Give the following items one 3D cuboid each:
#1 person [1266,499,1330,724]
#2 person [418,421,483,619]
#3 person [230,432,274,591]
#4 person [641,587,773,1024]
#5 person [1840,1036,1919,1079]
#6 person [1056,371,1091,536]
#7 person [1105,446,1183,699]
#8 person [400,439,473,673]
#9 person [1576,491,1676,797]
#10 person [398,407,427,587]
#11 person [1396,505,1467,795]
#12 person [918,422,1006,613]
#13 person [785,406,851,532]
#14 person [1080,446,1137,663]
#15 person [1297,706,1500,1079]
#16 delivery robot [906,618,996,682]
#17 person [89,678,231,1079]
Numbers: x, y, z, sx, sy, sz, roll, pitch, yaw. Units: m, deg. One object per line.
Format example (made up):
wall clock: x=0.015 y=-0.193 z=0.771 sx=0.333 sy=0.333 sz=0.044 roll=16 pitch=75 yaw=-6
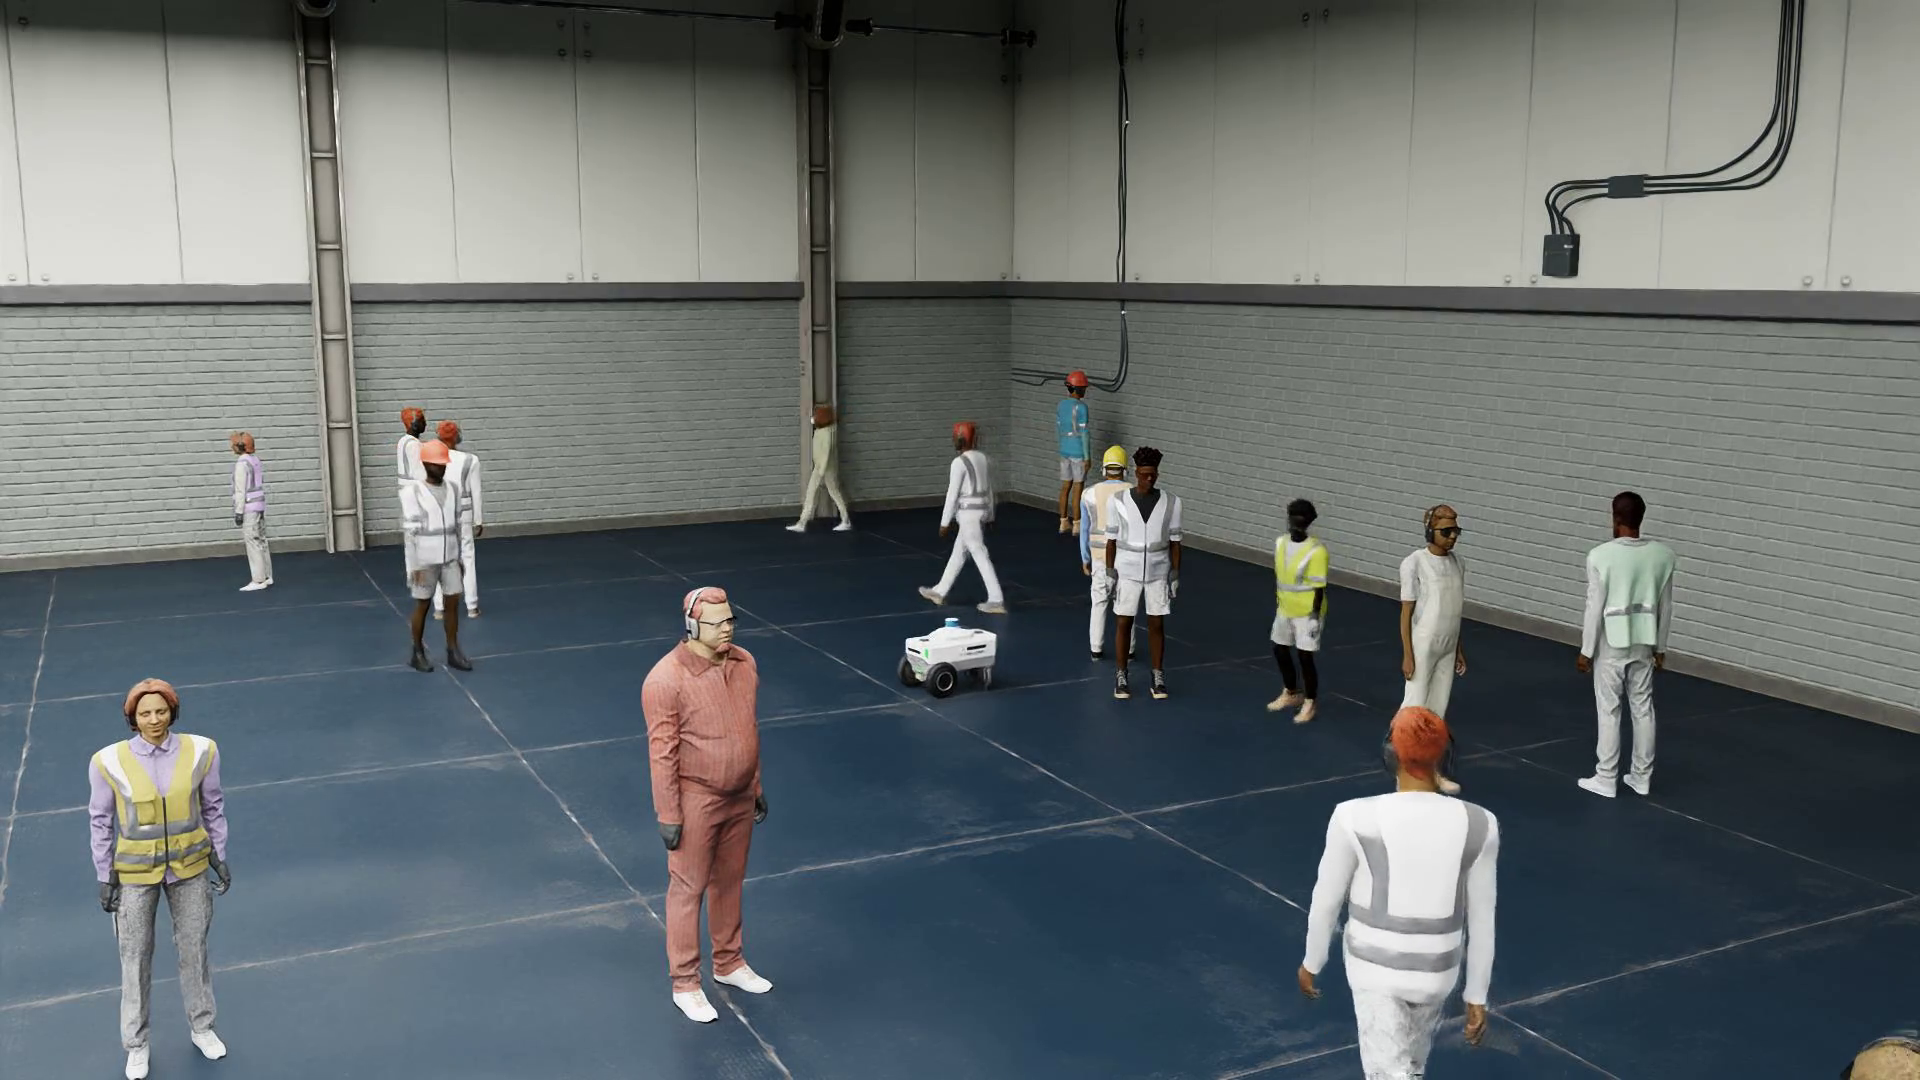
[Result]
person: x=2.455 y=0.512 z=11.997 sx=0.404 sy=1.662 sz=0.554 roll=-6 pitch=11 yaw=-31
person: x=-4.797 y=-0.189 z=15.714 sx=0.572 sy=1.877 sz=0.350 roll=-2 pitch=9 yaw=-10
person: x=-7.306 y=-0.297 z=17.118 sx=0.314 sy=1.633 sz=0.518 roll=-1 pitch=9 yaw=-6
person: x=-1.089 y=1.146 z=7.380 sx=0.408 sy=1.908 sz=0.643 roll=6 pitch=11 yaw=34
person: x=1.736 y=1.846 z=3.149 sx=1.009 sy=1.885 sz=0.647 roll=-8 pitch=12 yaw=-40
person: x=1.438 y=-1.077 z=20.658 sx=0.374 sy=2.044 sz=0.605 roll=-6 pitch=11 yaw=-32
person: x=1.407 y=0.249 z=12.757 sx=0.603 sy=1.958 sz=0.375 roll=0 pitch=9 yaw=0
person: x=-4.279 y=0.128 z=13.588 sx=0.404 sy=1.936 sz=0.552 roll=8 pitch=12 yaw=41
person: x=4.154 y=0.655 z=10.378 sx=0.597 sy=1.915 sz=0.371 roll=-2 pitch=9 yaw=-12
person: x=-5.584 y=-0.423 z=17.118 sx=0.355 sy=1.884 sz=0.575 roll=-5 pitch=11 yaw=-30
person: x=2.950 y=0.693 z=10.358 sx=0.504 sy=1.847 sz=0.345 roll=-6 pitch=11 yaw=-31
person: x=0.029 y=-0.219 z=16.025 sx=1.000 sy=1.824 sz=0.597 roll=5 pitch=10 yaw=26
person: x=-1.749 y=-0.881 z=20.841 sx=0.847 sy=1.582 sz=0.515 roll=-4 pitch=10 yaw=-25
person: x=1.296 y=0.123 z=13.960 sx=0.584 sy=1.824 sz=0.405 roll=3 pitch=10 yaw=16
person: x=1.493 y=1.466 z=5.648 sx=0.594 sy=1.839 sz=0.981 roll=-1 pitch=9 yaw=-4
delivery robot: x=-0.066 y=0.855 z=13.039 sx=0.707 sy=0.478 sz=0.477 roll=-6 pitch=11 yaw=-34
person: x=-3.273 y=1.368 z=6.832 sx=0.513 sy=1.641 sz=0.309 roll=-7 pitch=11 yaw=-36
